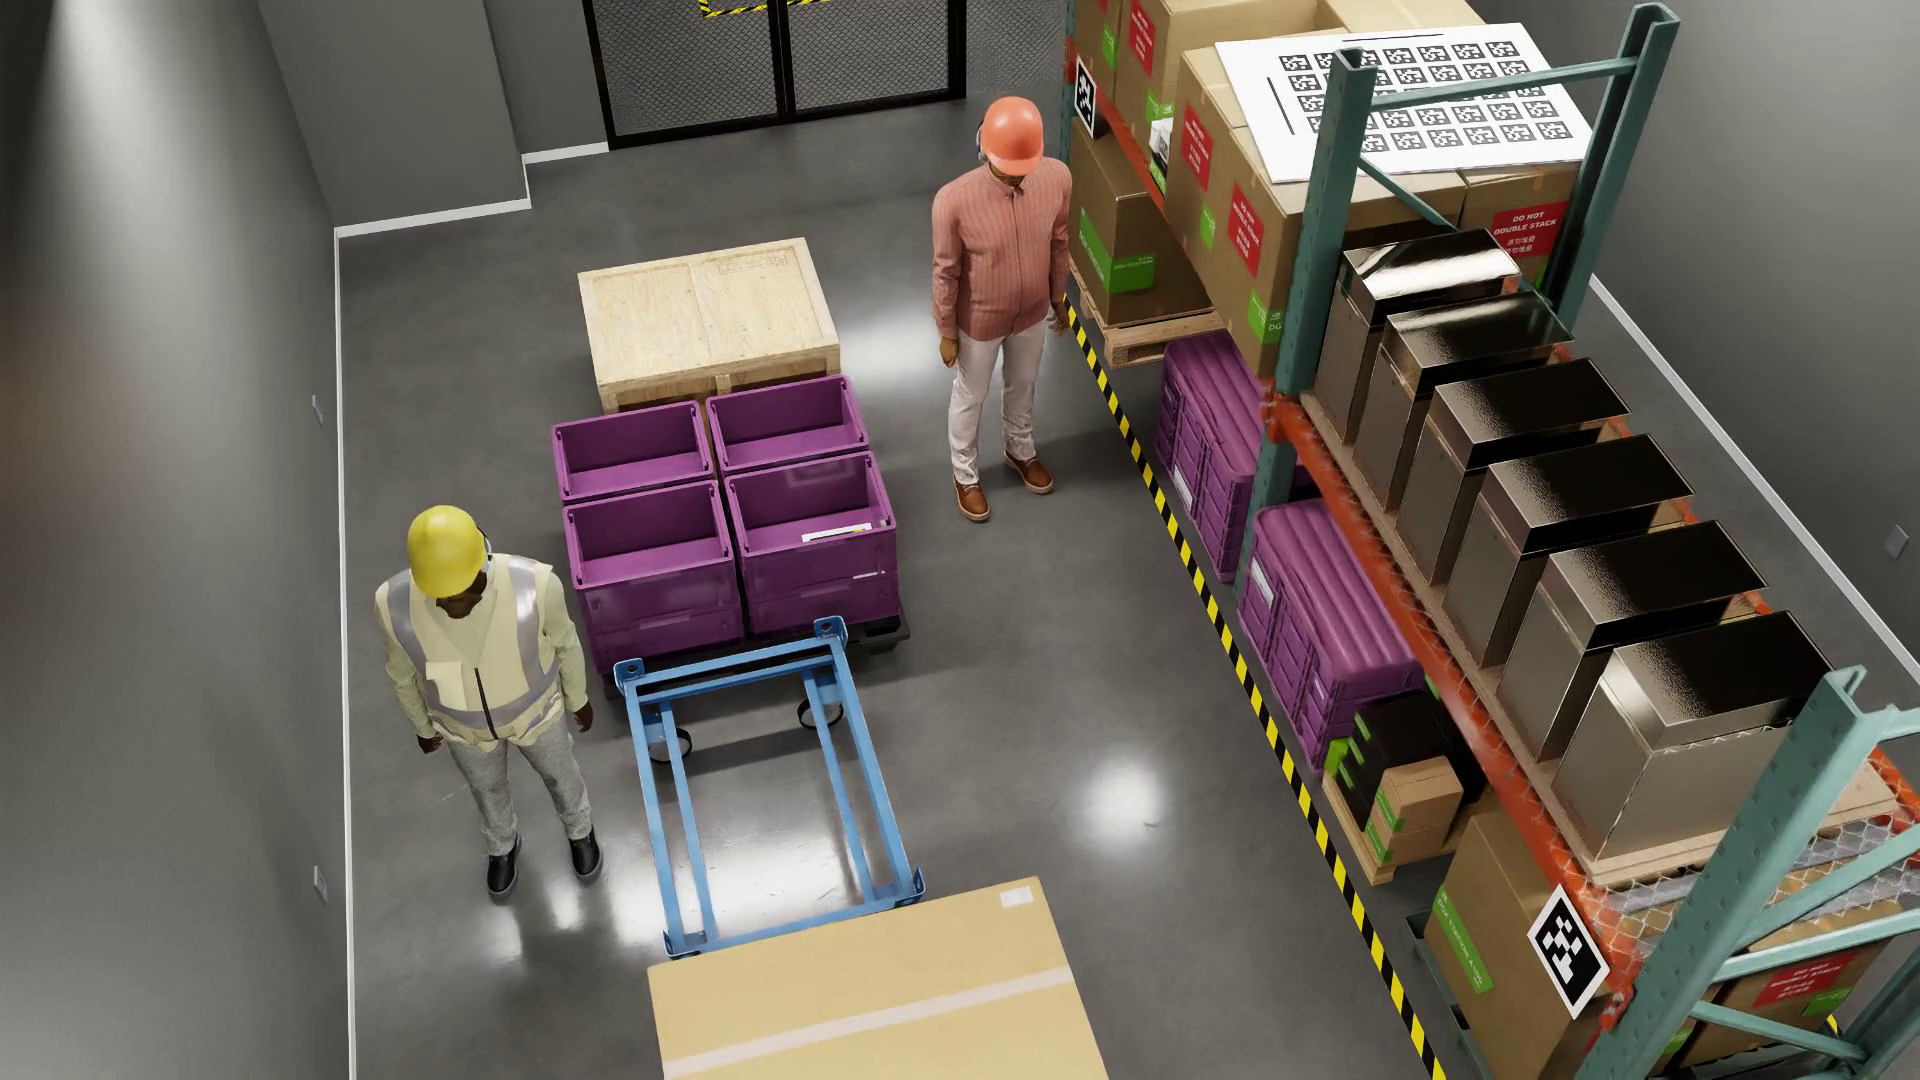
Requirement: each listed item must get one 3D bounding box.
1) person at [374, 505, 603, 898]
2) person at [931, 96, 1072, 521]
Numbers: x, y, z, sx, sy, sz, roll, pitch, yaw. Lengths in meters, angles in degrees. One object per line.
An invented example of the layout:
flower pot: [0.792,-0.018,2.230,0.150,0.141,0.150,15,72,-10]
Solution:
person: [-1.513,0.548,5.453,0.603,1.832,0.404,-9,48,-8]
person: [0.177,-0.918,6.698,0.614,1.986,0.389,-22,51,-19]
